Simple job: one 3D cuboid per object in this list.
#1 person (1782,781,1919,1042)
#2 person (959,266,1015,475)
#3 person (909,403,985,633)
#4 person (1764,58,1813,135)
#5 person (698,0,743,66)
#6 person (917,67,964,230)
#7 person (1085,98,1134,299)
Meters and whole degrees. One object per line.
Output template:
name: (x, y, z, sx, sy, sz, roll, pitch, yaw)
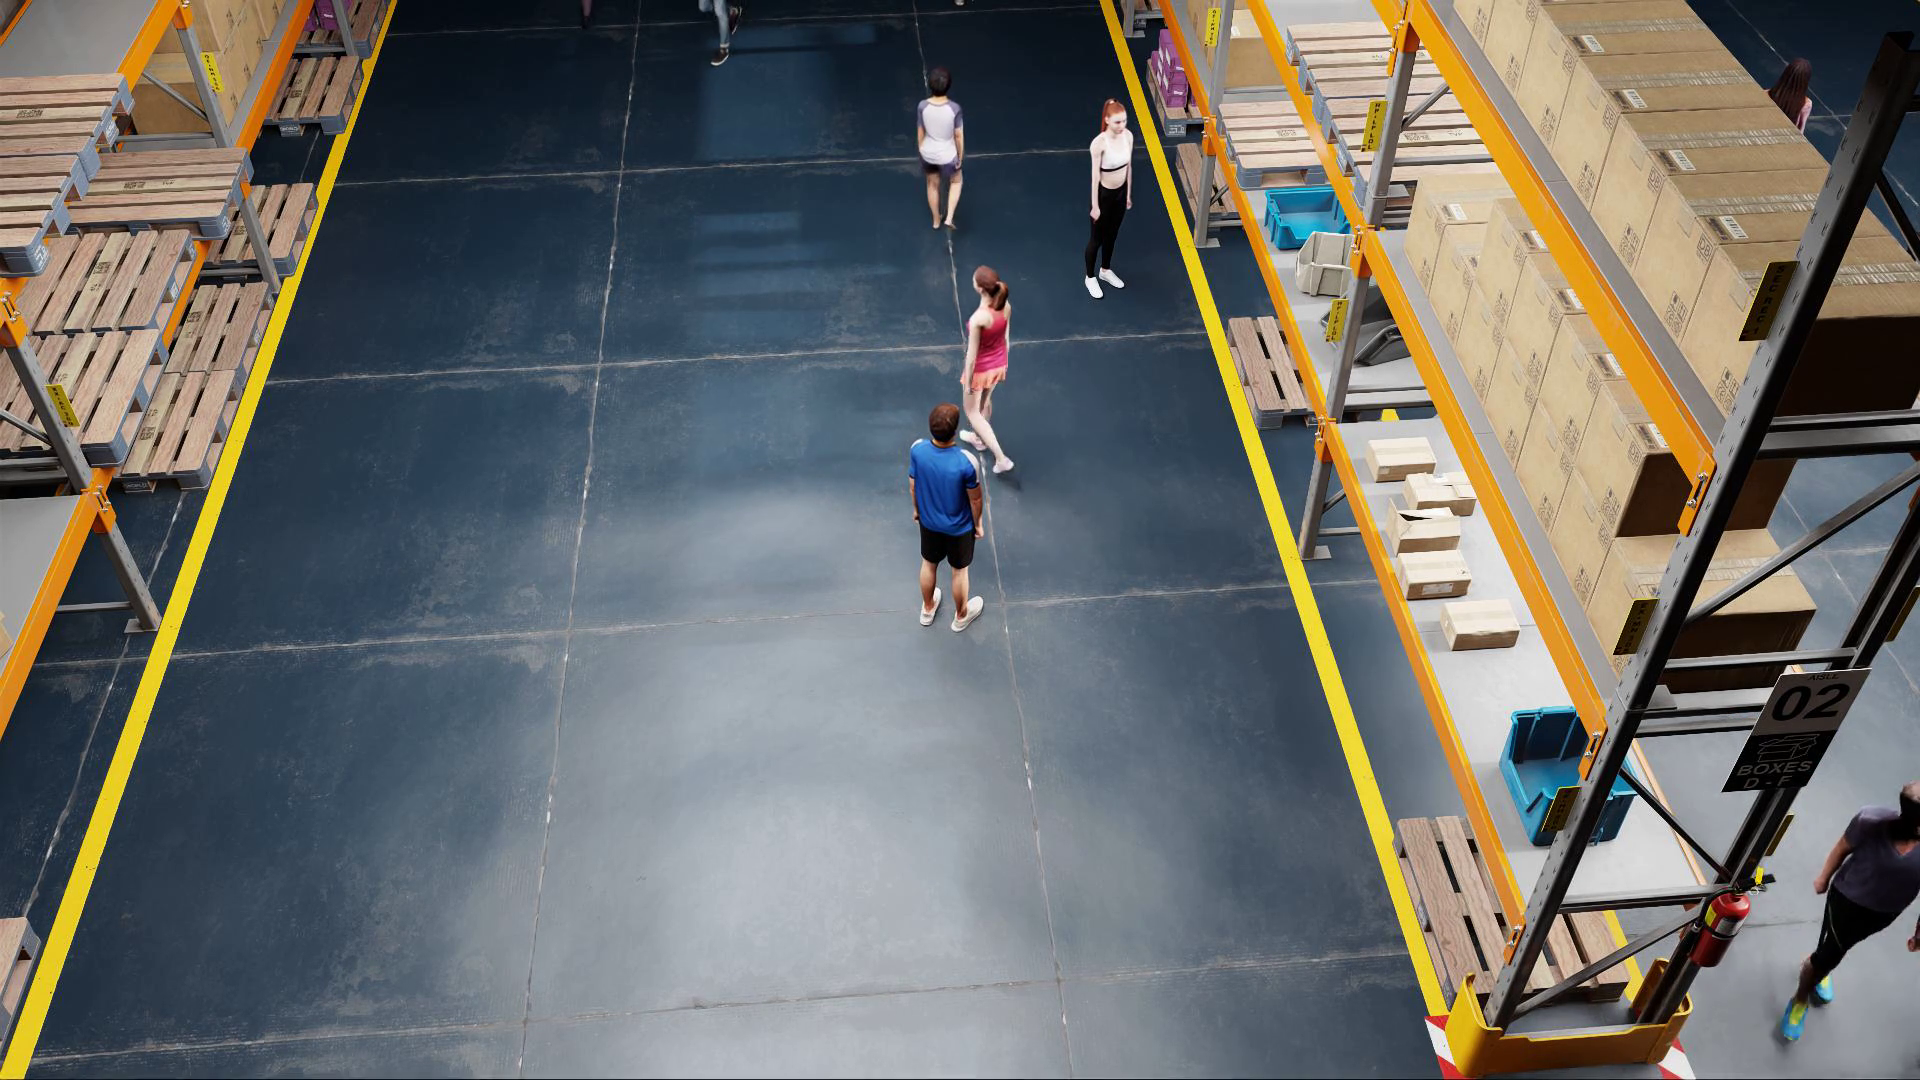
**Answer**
person: (4.802, 1.826, 8.828, 0.819, 1.861, 0.951, 7, 44, 8)
person: (0.218, -1.213, 12.108, 0.893, 1.737, 1.014, -32, 52, -29)
person: (-0.096, -0.147, 10.896, 0.725, 1.866, 0.711, 13, 45, 13)
person: (6.883, -3.270, 14.214, 0.703, 1.811, 0.691, 16, 46, 16)
person: (-2.438, -5.789, 16.860, 0.955, 1.807, 1.074, 19, 47, 19)
person: (-0.181, -3.354, 14.487, 0.624, 1.556, 0.693, 5, 44, 5)
person: (1.230, -2.845, 13.819, 0.671, 1.741, 0.688, -27, 50, -25)
